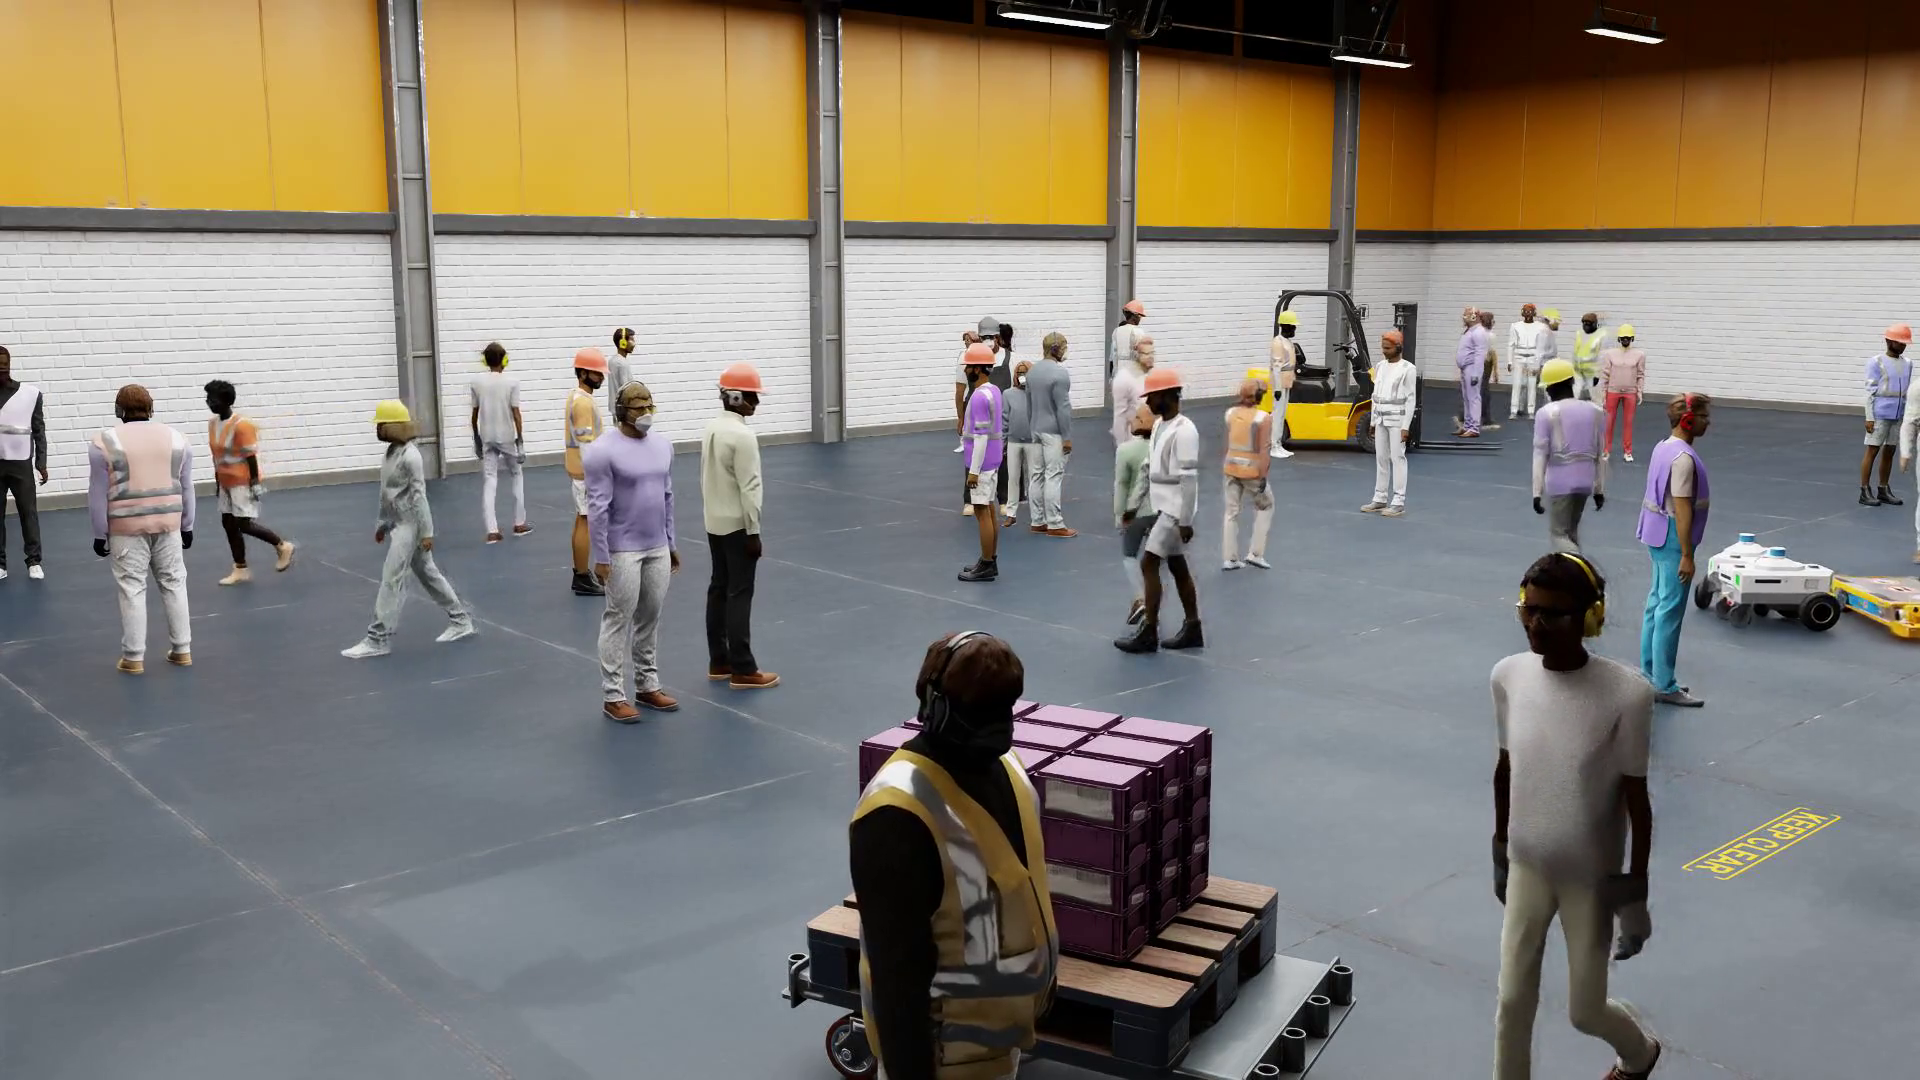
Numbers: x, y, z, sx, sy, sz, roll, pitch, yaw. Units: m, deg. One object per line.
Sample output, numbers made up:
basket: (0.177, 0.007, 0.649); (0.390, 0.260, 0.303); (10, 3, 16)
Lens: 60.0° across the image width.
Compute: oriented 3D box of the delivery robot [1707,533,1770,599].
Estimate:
delivery robot: (5.885, 0.194, 12.474); (0.477, 0.478, 0.707); (8, 13, 40)

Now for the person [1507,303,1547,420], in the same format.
person: (9.134, -2.875, 26.833); (0.584, 1.882, 0.349); (3, 10, 18)

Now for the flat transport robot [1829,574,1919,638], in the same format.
flat transport robot: (6.834, 0.464, 11.997); (0.652, 0.197, 1.431); (1, 10, 4)

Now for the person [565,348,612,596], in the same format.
person: (-2.883, -0.534, 12.988); (0.377, 1.928, 0.551); (-3, 10, -17)

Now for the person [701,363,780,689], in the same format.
person: (-1.367, -0.088, 10.207); (0.400, 1.987, 0.612); (-6, 12, -33)

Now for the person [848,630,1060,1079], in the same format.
person: (0.004, 1.101, 3.689); (0.430, 1.841, 0.624); (4, 11, 24)

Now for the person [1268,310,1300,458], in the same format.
person: (4.251, -2.043, 21.832); (0.388, 1.926, 0.590); (5, 11, 25)

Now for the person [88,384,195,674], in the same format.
person: (-5.194, -0.072, 10.583); (0.430, 1.837, 0.632); (9, 13, 42)

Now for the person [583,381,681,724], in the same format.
person: (-1.853, 0.059, 9.494); (0.354, 1.937, 0.635); (7, 12, 35)

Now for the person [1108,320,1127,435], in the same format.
person: (2.431, -2.387, 24.517); (0.535, 1.699, 0.318); (5, 11, 29)

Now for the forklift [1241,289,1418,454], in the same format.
forklift: (5.034, -2.339, 22.783); (2.313, 2.155, 1.214); (3, 10, 16)

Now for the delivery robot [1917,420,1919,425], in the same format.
delivery robot: (13.828, -1.863, 24.515); (0.477, 0.478, 0.707); (0, 10, 0)

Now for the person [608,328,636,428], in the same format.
person: (-3.651, -1.362, 18.037); (0.311, 1.861, 0.533); (-5, 11, -26)

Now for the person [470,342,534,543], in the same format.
person: (-4.264, -0.914, 15.519); (0.559, 1.830, 0.823); (1, 10, 6)

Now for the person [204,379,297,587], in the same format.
person: (-5.727, -0.470, 13.343); (0.548, 1.671, 0.543); (7, 12, 37)

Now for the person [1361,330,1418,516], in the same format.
person: (4.385, -1.190, 16.957); (0.352, 1.886, 0.574); (-5, 11, -27)

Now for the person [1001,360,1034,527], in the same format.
person: (0.626, -0.930, 16.174); (0.497, 1.633, 0.285); (2, 10, 14)

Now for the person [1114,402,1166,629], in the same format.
person: (1.329, -0.163, 11.736); (0.500, 1.623, 0.380); (-1, 10, -7)

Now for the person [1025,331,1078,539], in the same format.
person: (0.848, -0.982, 15.602); (0.371, 1.935, 0.627); (-6, 11, -29)

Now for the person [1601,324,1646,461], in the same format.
person: (8.527, -1.891, 21.417); (0.525, 1.769, 0.313); (3, 10, 16)

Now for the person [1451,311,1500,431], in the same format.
person: (7.779, -2.520, 24.957); (0.858, 1.815, 0.511); (-3, 10, -17)

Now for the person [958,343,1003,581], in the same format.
person: (0.159, -0.629, 13.526); (0.359, 1.938, 0.547); (2, 10, 12)

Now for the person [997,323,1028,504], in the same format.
person: (0.525, -1.335, 17.668); (0.481, 1.928, 0.637); (1, 10, 5)

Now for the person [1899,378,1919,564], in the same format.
person: (8.332, -0.721, 14.088); (0.667, 1.919, 0.533); (4, 10, 21)

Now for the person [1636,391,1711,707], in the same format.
person: (4.218, 0.044, 9.844); (0.390, 1.849, 0.565); (2, 10, 10)

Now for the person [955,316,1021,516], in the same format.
person: (0.299, -1.249, 16.849); (0.689, 2.000, 0.537); (0, 10, 0)

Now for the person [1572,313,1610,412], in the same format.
person: (9.291, -2.472, 24.750); (0.979, 1.784, 0.637); (-6, 11, -32)

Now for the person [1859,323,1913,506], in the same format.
person: (9.820, -1.321, 17.589); (0.543, 1.934, 0.362); (-3, 10, -16)

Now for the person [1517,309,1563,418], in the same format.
person: (9.416, -2.836, 26.926); (0.874, 1.787, 0.600); (4, 10, 20)

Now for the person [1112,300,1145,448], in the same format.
person: (2.345, -2.245, 22.705); (0.389, 2.034, 0.605); (-7, 12, -36)

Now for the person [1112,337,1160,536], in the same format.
person: (1.715, -1.000, 15.868); (0.659, 1.883, 0.715); (-7, 12, -34)

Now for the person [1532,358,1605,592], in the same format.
person: (4.571, -0.405, 12.379); (0.638, 1.883, 0.760); (-3, 10, -16)

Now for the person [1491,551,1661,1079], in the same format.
person: (1.772, 0.921, 4.735); (0.715, 1.841, 0.530); (-9, 13, -42)

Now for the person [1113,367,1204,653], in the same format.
person: (1.297, -0.198, 11.104); (0.800, 1.896, 0.552); (-1, 10, -8)

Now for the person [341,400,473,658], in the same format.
person: (-3.705, -0.098, 11.130); (0.912, 1.697, 0.503); (-7, 12, -34)

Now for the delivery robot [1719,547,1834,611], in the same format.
delivery robot: (5.826, 0.294, 11.890); (0.707, 0.478, 0.477); (0, 10, 3)

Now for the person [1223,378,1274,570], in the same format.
person: (2.417, -0.545, 13.960); (0.466, 1.624, 0.533); (-9, 13, -42)

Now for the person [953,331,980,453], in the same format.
person: (0.155, -1.970, 22.245); (0.514, 1.642, 0.310); (7, 12, 37)

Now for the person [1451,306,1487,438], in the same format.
person: (7.427, -2.446, 24.250); (0.400, 1.910, 0.643); (1, 10, 3)

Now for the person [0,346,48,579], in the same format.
person: (-7.761, -0.624, 13.540); (0.597, 1.921, 0.383); (-4, 10, -22)
